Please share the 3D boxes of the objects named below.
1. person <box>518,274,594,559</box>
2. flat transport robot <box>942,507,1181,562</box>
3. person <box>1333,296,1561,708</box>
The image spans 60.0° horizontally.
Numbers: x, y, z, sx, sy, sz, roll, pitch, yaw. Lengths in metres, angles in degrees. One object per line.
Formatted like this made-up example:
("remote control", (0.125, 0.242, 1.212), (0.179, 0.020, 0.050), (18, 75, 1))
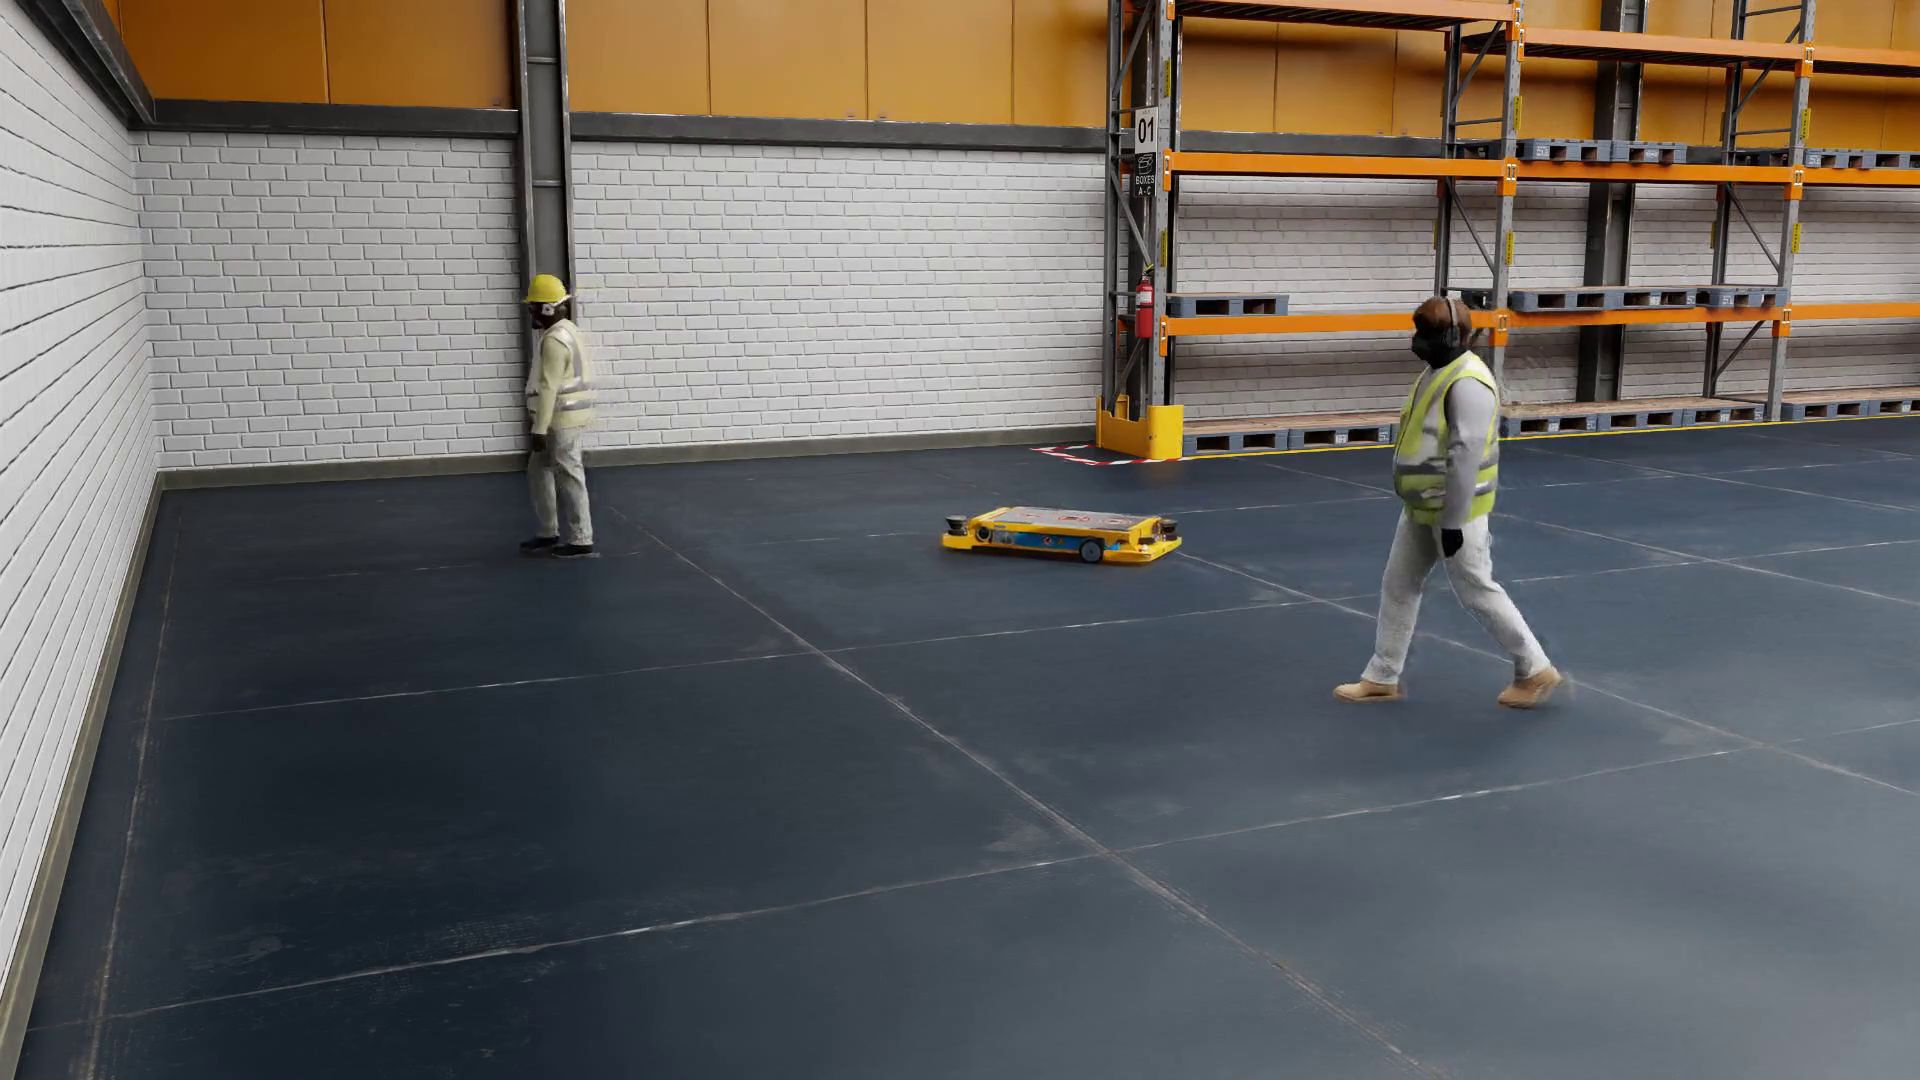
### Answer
("person", (-2.643, -0.765, 10.542), (0.640, 1.810, 0.627), (-1, 10, -7))
("flat transport robot", (0.666, -0.050, 10.869), (1.431, 0.197, 0.652), (5, 11, 24))
("person", (2.162, -0.150, 7.169), (0.933, 1.804, 0.637), (0, 10, -2))
